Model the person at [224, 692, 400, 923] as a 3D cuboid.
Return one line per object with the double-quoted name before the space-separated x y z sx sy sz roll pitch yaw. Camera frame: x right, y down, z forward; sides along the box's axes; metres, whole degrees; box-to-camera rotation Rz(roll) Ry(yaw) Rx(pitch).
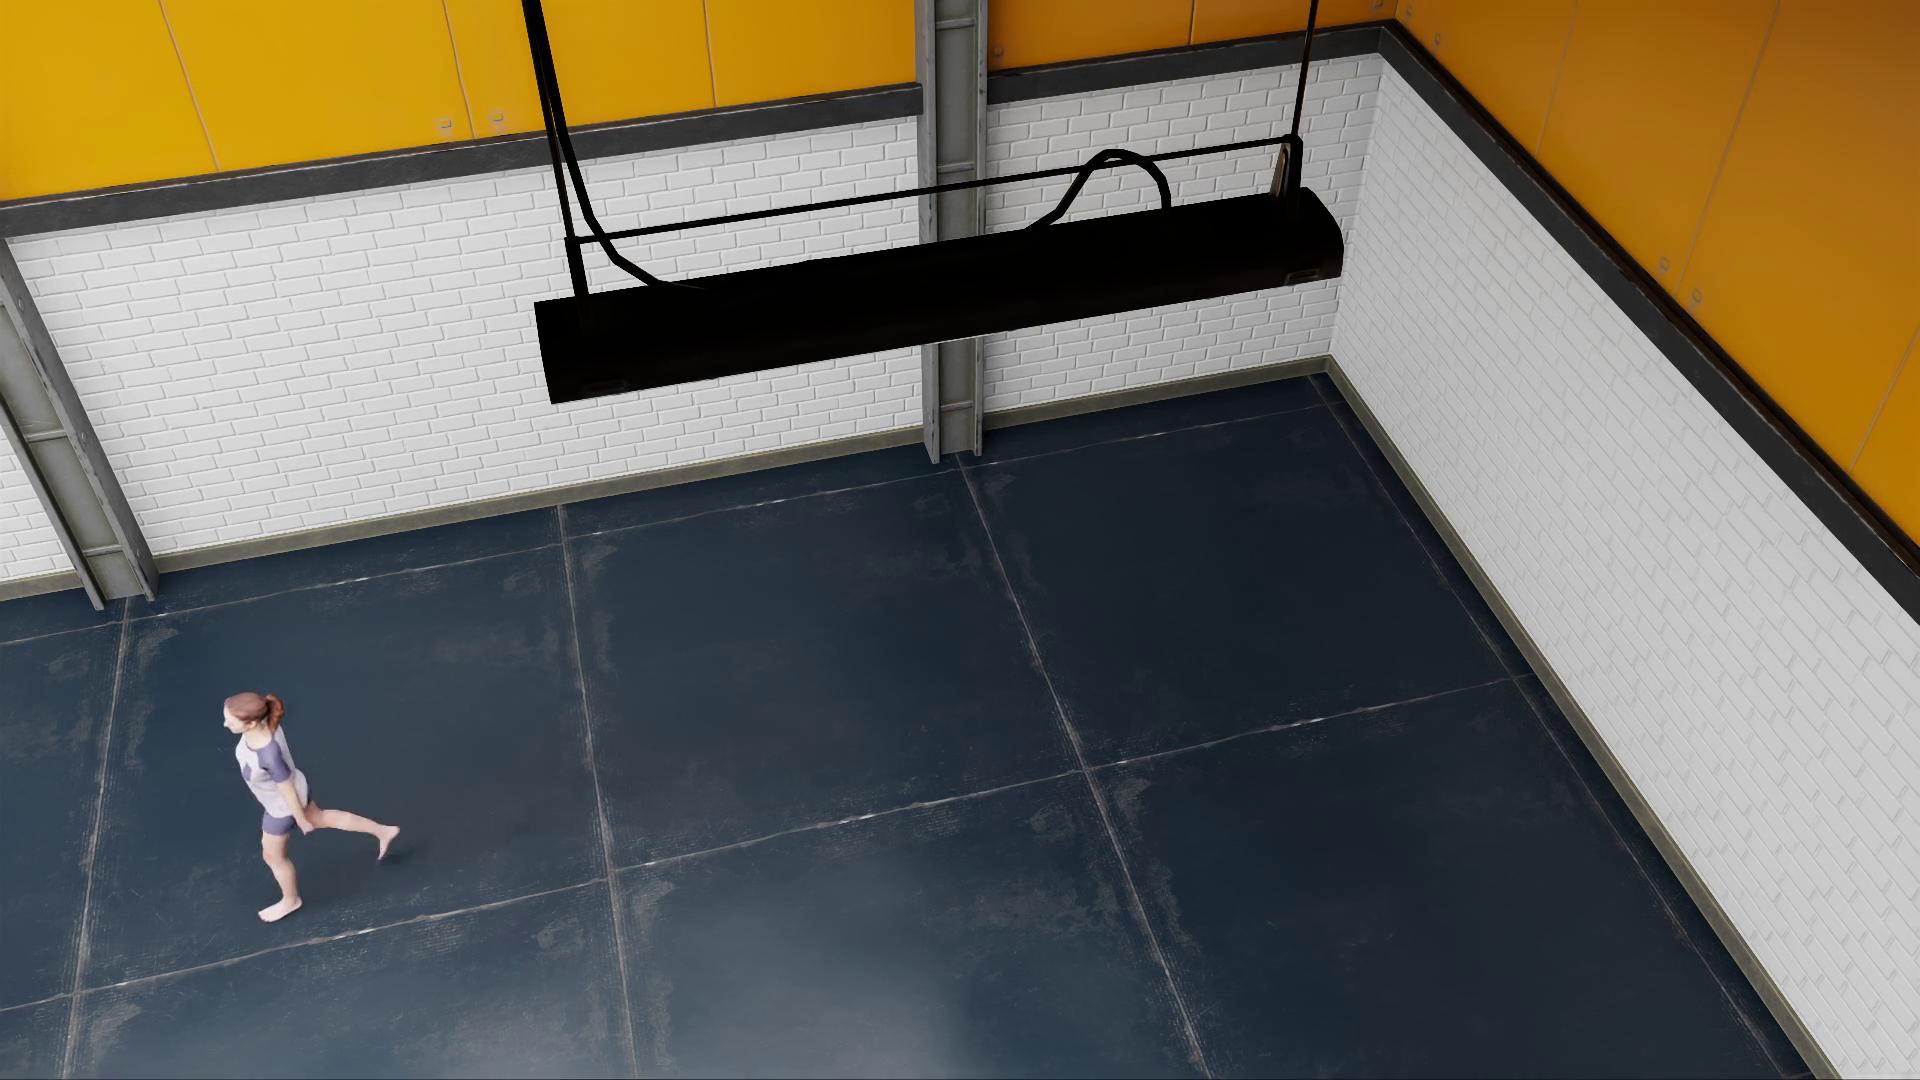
"person" -3.690 1.419 9.316 1.119 1.733 0.668 -16 46 -16
